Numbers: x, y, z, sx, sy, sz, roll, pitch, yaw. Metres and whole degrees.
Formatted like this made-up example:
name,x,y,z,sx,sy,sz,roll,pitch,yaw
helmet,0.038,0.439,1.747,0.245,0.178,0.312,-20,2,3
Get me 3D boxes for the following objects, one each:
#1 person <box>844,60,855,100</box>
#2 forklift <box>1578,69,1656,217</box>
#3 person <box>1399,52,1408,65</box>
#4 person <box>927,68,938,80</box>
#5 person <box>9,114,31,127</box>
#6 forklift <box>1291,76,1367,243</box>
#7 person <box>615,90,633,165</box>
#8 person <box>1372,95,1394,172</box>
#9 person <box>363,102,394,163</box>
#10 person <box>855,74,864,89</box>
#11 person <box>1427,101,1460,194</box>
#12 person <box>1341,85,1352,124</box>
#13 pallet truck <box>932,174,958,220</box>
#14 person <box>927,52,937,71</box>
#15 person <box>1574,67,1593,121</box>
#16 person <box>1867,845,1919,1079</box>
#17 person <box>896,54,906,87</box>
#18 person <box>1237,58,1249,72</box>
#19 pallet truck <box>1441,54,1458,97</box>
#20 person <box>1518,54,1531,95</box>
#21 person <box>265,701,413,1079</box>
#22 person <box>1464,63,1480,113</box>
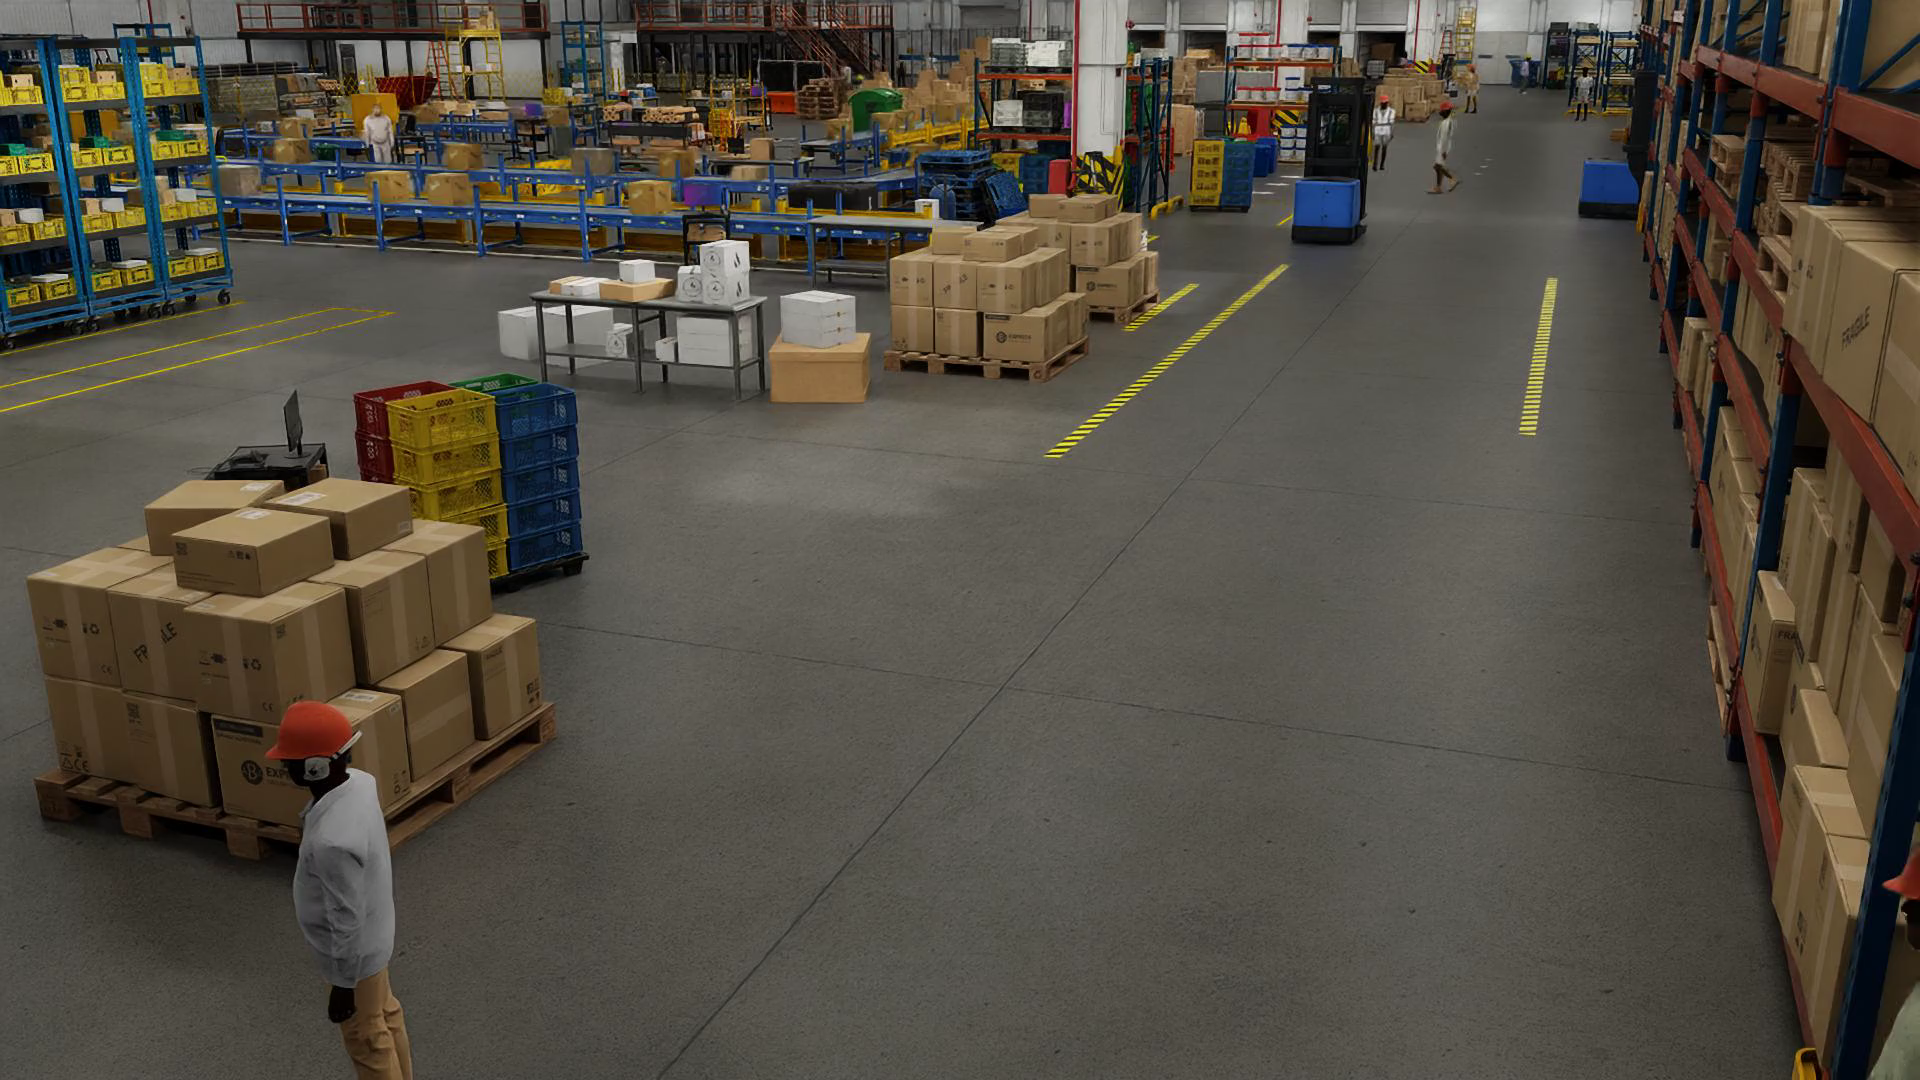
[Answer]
name,x,y,z,sx,sy,sz,roll,pitch,yaw
person,-4.865,-19.980,72.571,0.452,1.868,0.602,-11,21,-31
forklift,13.219,-7.740,32.475,1.873,2.768,1.129,6,19,18
person,23.644,-25.127,88.861,0.626,1.809,0.903,-12,21,-32
person,-1.061,-16.074,60.198,0.615,1.935,1.063,9,20,25
person,-23.823,-10.304,41.959,0.623,1.999,0.956,3,18,9
forklift,6.598,-6.755,29.381,1.129,2.768,1.873,6,19,19
person,-8.836,-10.881,43.886,0.543,1.932,0.376,8,19,24
person,10.695,-10.301,42.139,0.561,1.883,0.990,6,19,18
person,-13.546,-9.243,38.815,0.667,1.885,0.533,-7,19,-21
person,-3.333,-15.387,58.265,0.730,1.804,0.607,4,18,12
person,10.743,-8.656,36.742,0.602,2.026,0.614,8,19,23
person,12.662,-14.042,54.366,0.861,1.594,0.532,8,19,23
pallet truck,-0.507,-5.292,27.348,0.653,1.274,1.630,6,19,19
person,-1.465,-24.286,86.085,0.574,1.882,0.356,-8,19,-23
person,22.949,-16.406,61.213,0.599,1.958,0.374,12,21,32
person,2.609,1.701,4.352,0.935,1.954,0.639,10,20,29
person,-2.928,-23.193,82.709,0.516,1.844,0.332,-4,18,-12
person,12.625,-20.796,74.860,0.674,2.000,0.535,13,22,35
pallet truck,22.765,-21.886,78.355,0.823,1.965,1.885,-4,18,-14
person,27.400,-22.482,80.373,0.695,1.900,0.619,1,18,3
person,-2.108,1.366,5.691,0.343,1.749,0.573,-4,18,-12
person,20.400,-17.983,66.198,0.397,1.934,0.551,-13,22,-35
